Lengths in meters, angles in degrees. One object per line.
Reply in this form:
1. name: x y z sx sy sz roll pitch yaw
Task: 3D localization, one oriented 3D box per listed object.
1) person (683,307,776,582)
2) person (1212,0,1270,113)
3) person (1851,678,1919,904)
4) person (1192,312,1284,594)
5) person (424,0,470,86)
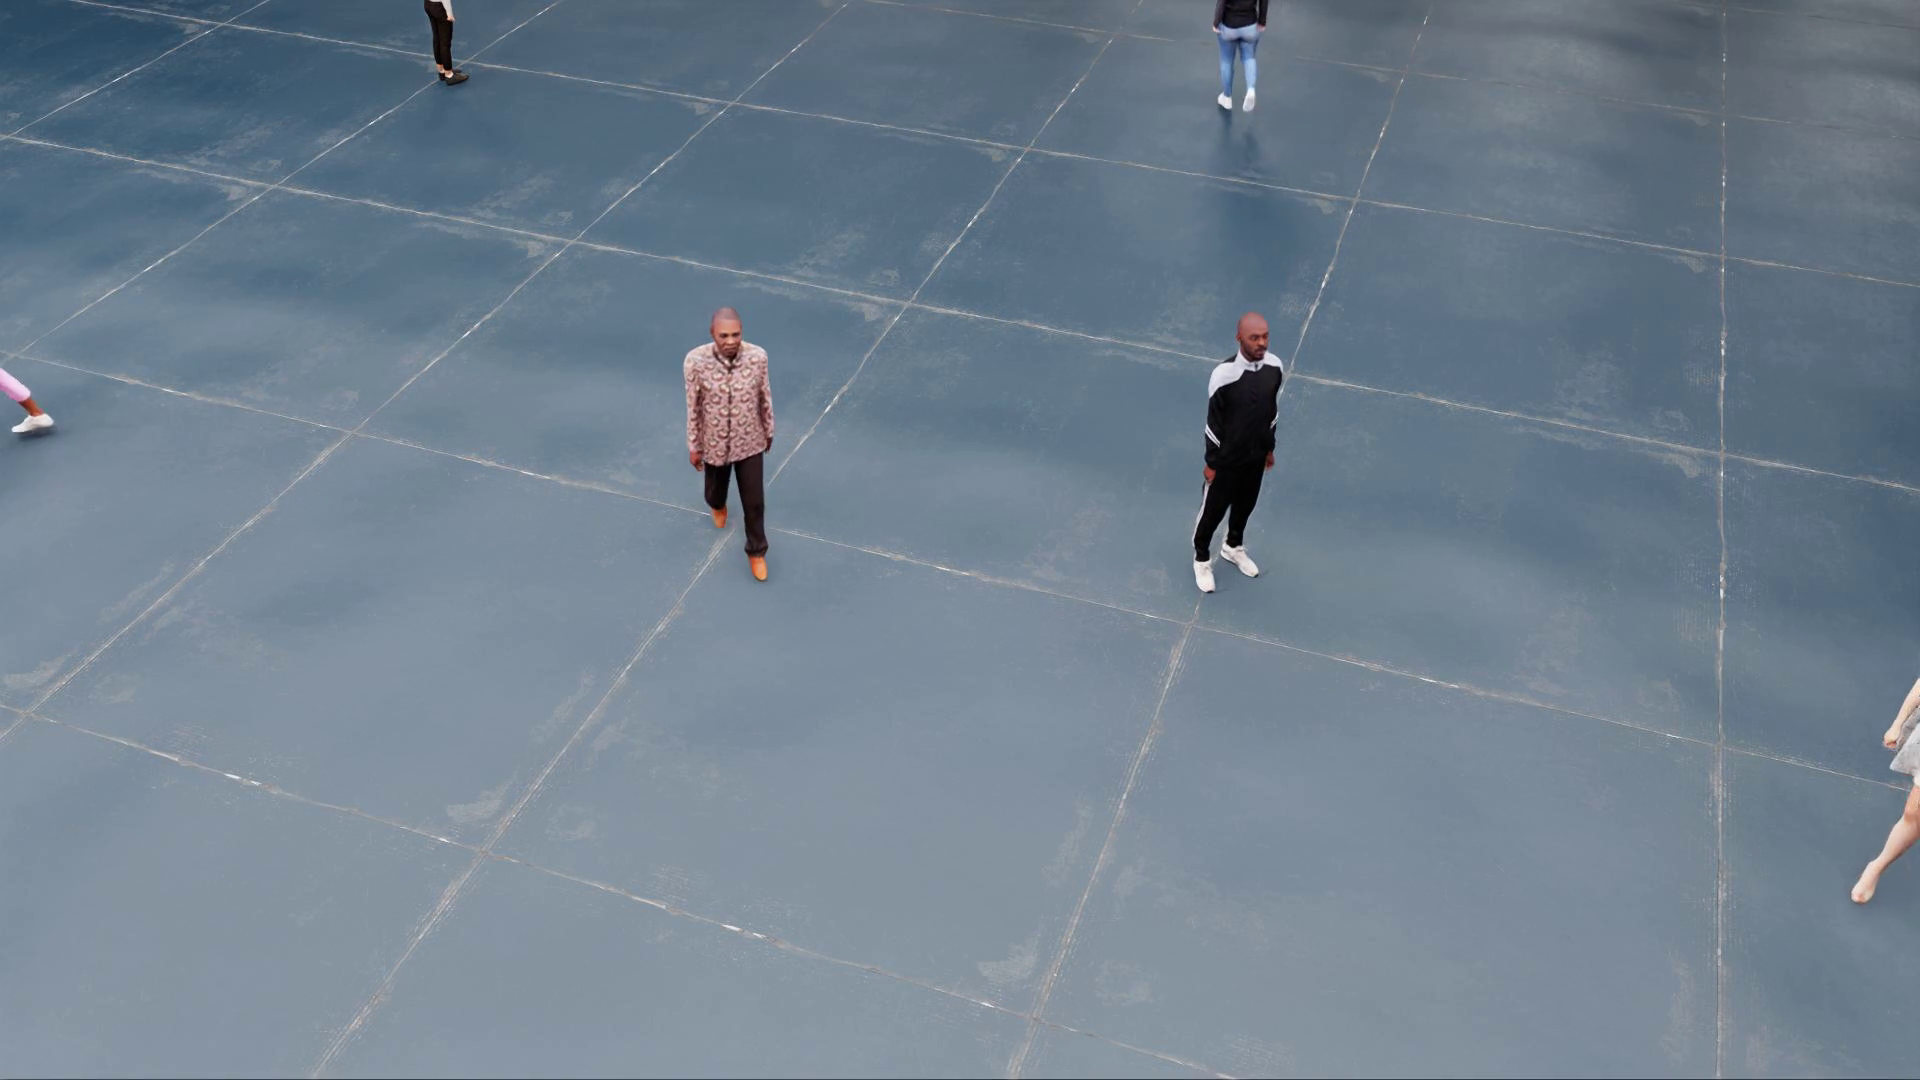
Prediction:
1. person: -1.396 -0.643 10.033 0.977 1.784 1.108 -8 39 -10
2. person: 2.601 -4.705 15.363 0.867 1.615 0.990 -5 38 -7
3. person: 4.764 0.933 8.057 0.908 1.737 1.252 30 47 32
4. person: 1.646 -0.555 9.885 0.722 1.827 0.783 -16 41 -20
5. person: -5.046 -5.146 16.033 0.597 1.483 0.595 -31 48 -33
